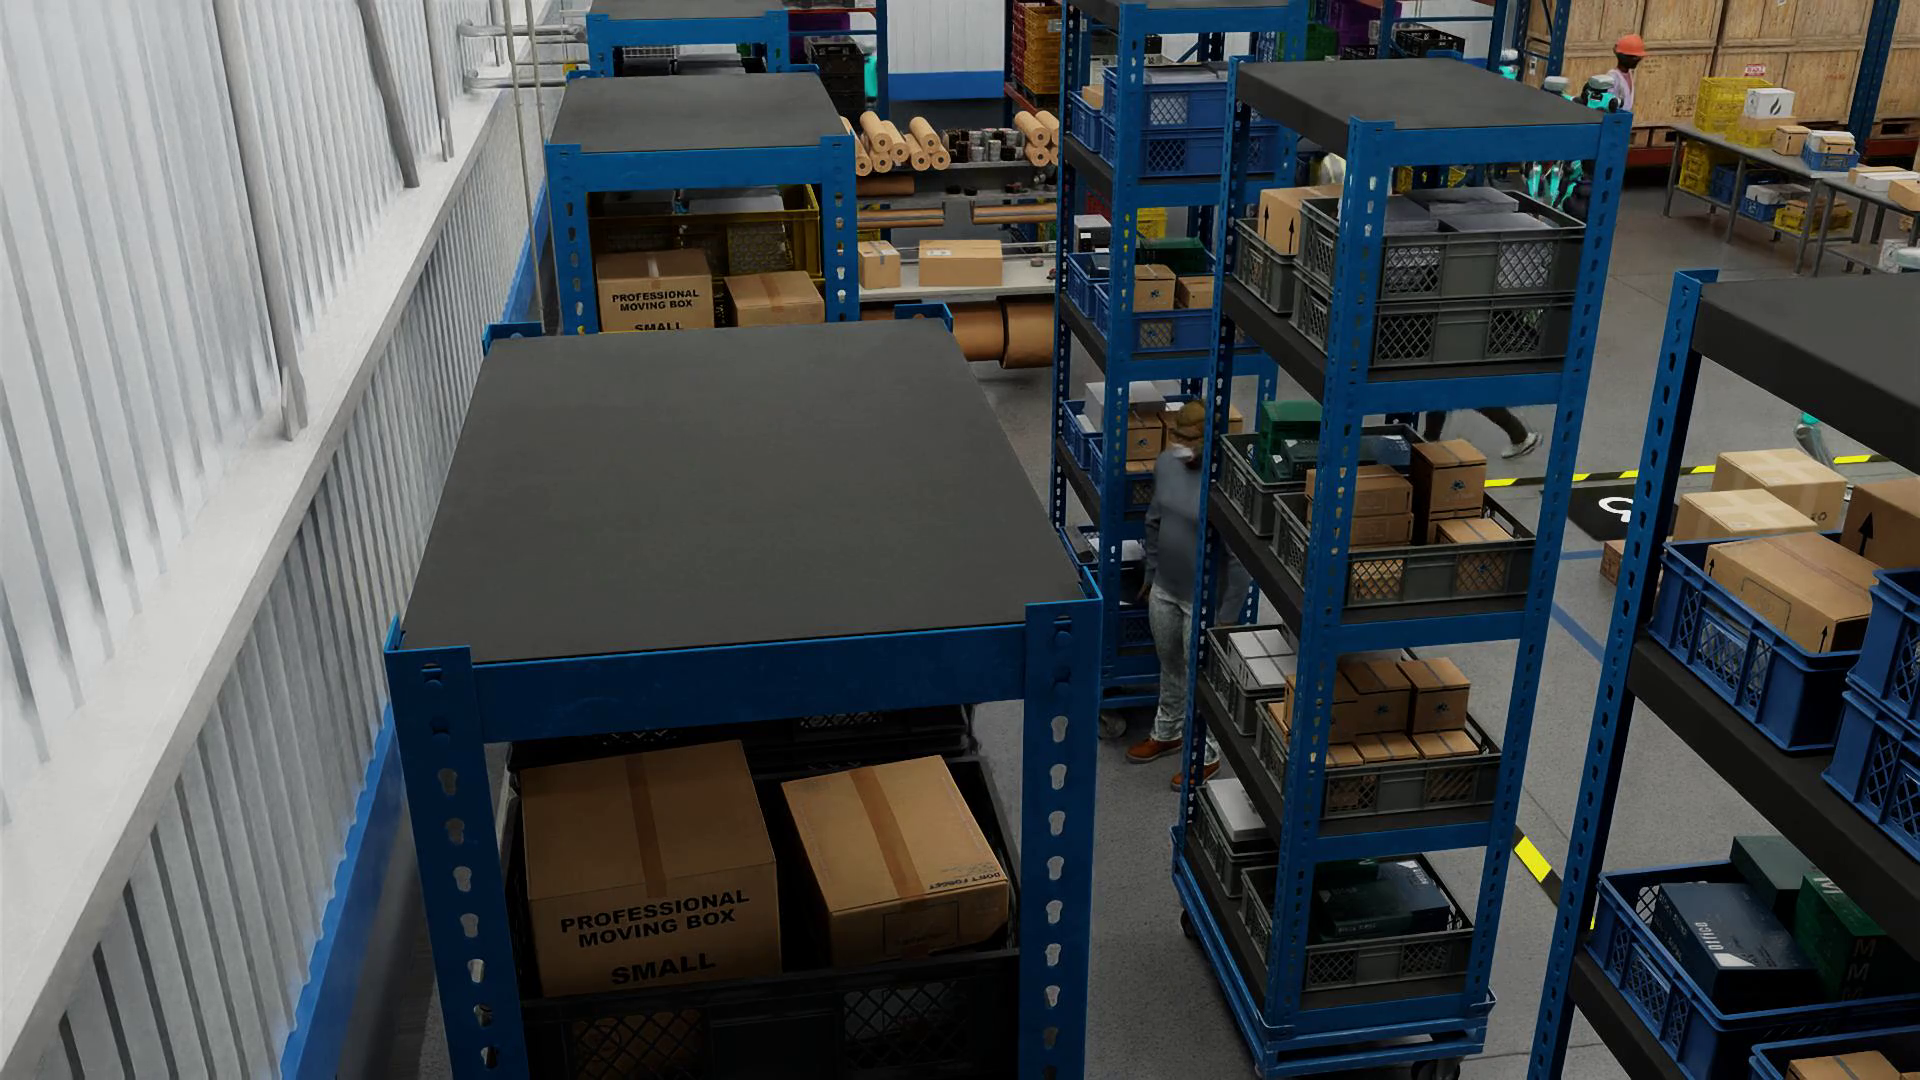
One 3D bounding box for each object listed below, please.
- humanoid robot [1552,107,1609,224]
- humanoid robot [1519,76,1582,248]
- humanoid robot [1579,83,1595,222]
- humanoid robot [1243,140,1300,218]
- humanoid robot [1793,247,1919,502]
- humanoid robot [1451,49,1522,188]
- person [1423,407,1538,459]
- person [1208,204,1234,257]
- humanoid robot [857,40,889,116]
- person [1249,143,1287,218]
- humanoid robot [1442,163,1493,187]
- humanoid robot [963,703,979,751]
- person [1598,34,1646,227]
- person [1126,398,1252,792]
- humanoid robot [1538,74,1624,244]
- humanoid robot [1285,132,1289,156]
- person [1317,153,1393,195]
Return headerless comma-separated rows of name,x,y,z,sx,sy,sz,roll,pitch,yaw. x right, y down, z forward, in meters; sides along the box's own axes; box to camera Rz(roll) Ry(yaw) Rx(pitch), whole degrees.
humanoid robot,5.858,-3.243,15.672,0.611,1.645,0.554,-5,25,-11
humanoid robot,5.772,-3.628,16.381,0.543,1.749,0.767,7,26,16
humanoid robot,6.502,-3.853,16.996,0.468,1.648,0.613,5,25,12
humanoid robot,2.644,-2.714,14.539,0.601,1.623,0.714,15,29,30
humanoid robot,5.770,-1.104,10.780,0.735,1.677,0.533,15,28,29
humanoid robot,5.742,-4.531,18.424,0.536,1.794,0.835,-22,33,-39
person,3.568,-1.339,11.397,0.895,1.795,0.599,0,25,-1
person,2.679,-3.764,16.591,0.587,1.859,0.469,-2,25,-5
humanoid robot,-1.153,-4.664,18.609,0.543,1.728,0.734,15,28,29
person,2.851,-3.284,15.568,0.404,1.827,0.598,4,25,9
humanoid robot,5.115,-3.799,16.881,0.613,1.645,0.464,8,26,17
humanoid robot,0.026,0.316,7.927,0.609,1.638,0.472,-11,27,-22
person,6.855,-4.254,17.442,0.397,2.036,0.605,18,30,33
person,1.075,0.251,7.755,0.358,1.936,0.637,-17,29,-32
humanoid robot,6.104,-3.755,16.597,0.750,1.699,0.530,-9,26,-18
humanoid robot,3.163,-3.714,16.565,0.683,1.753,0.537,-20,32,-37
person,3.385,-2.727,14.391,0.656,1.802,0.446,0,25,0
